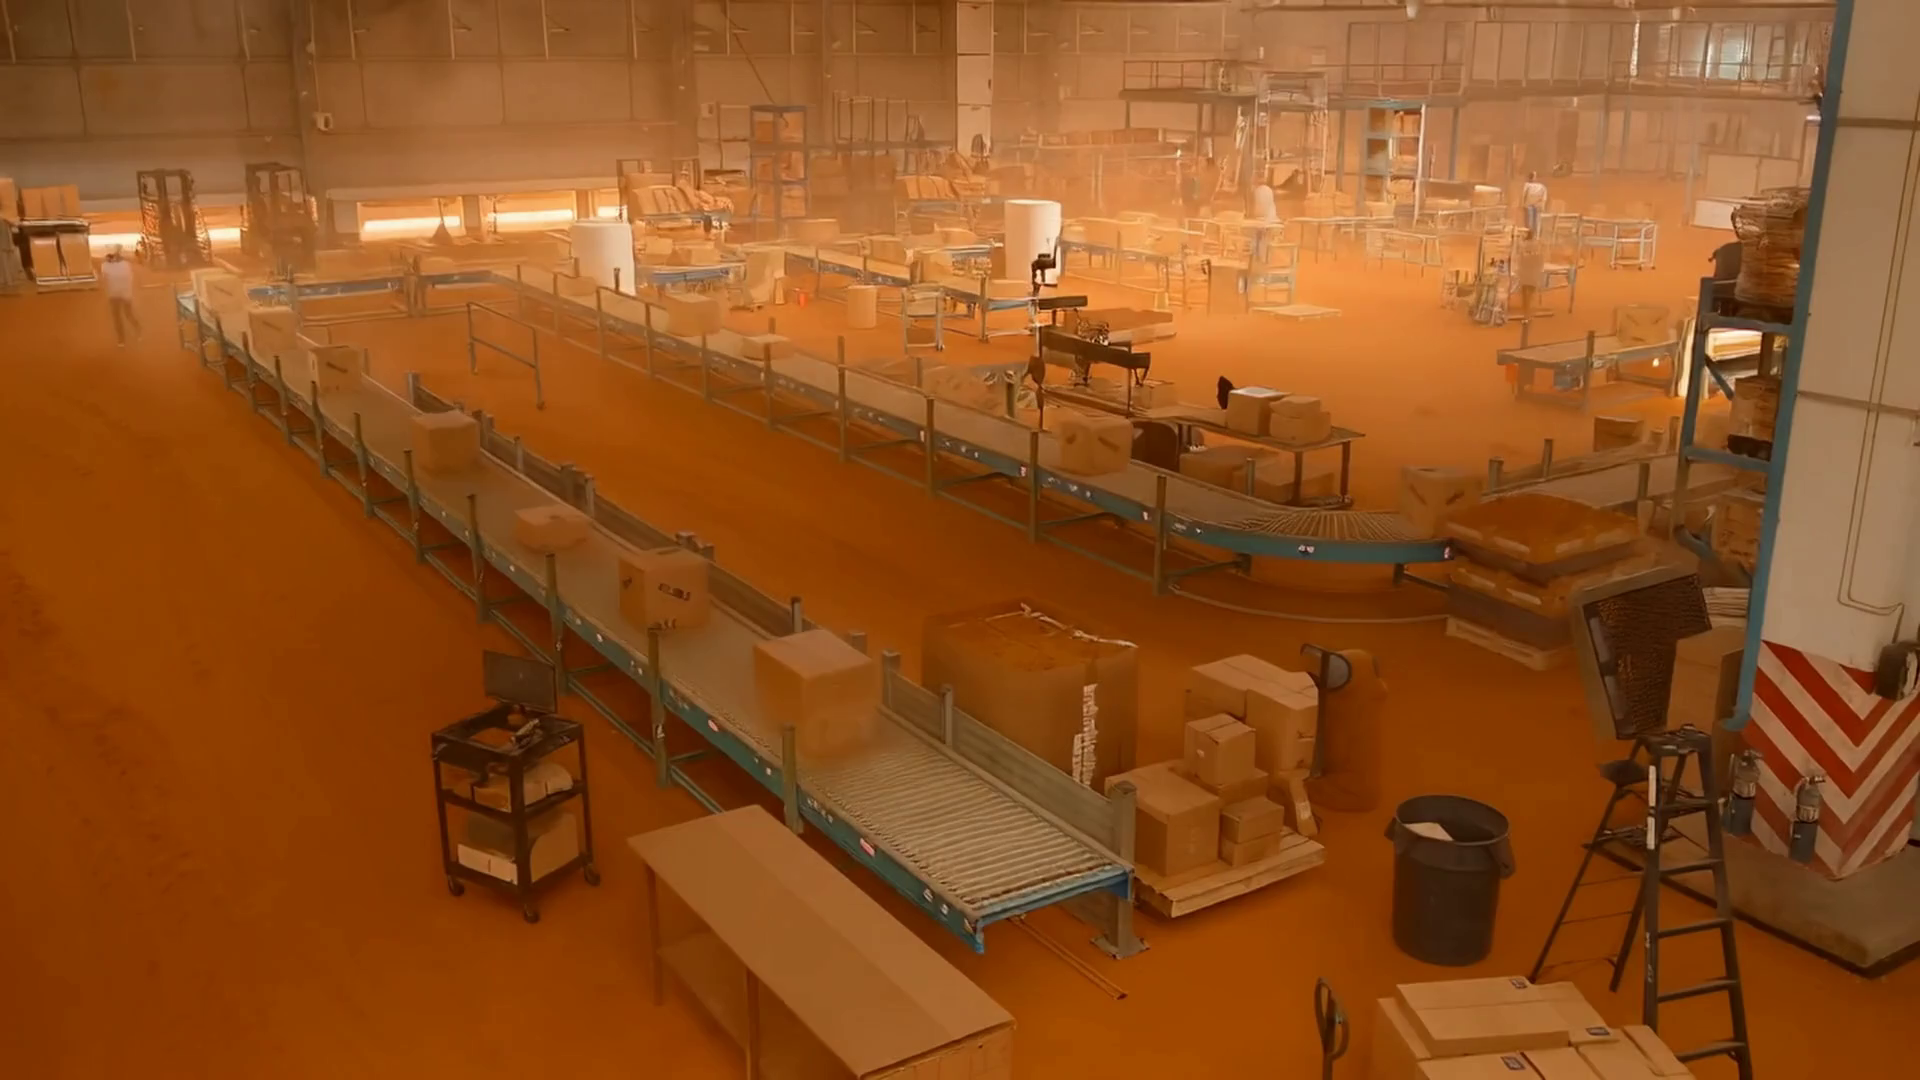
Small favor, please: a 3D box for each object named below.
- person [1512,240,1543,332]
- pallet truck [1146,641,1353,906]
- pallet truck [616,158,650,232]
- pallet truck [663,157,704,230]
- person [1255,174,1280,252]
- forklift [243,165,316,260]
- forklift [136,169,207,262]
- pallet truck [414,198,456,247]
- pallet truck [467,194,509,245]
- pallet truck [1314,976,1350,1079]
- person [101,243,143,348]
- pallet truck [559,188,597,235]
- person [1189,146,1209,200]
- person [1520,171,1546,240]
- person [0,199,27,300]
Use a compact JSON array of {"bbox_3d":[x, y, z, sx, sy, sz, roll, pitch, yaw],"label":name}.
[{"bbox_3d":[9.982,-4.475,29.292,0.585,1.606,0.492,-8,18,-24],"label":"person"},{"bbox_3d":[1.664,1.407,10.232,1.630,1.274,0.653,-10,20,-31],"label":"pallet truck"},{"bbox_3d":[-8.918,-9.176,44.255,0.823,1.965,1.885,-9,19,-27],"label":"pallet truck"},{"bbox_3d":[-7.586,-9.308,44.692,0.823,1.965,1.885,-11,20,-33],"label":"pallet truck"},{"bbox_3d":[7.348,-7.827,39.950,0.512,1.885,0.584,-7,18,-21],"label":"person"},{"bbox_3d":[-15.898,-7.669,38.708,1.157,1.987,2.680,-11,20,-33],"label":"forklift"},{"bbox_3d":[-17.842,-7.318,37.559,1.157,1.987,2.680,-10,20,-31],"label":"forklift"},{"bbox_3d":[-13.250,-8.060,41.856,0.680,1.201,1.601,-10,20,-31],"label":"pallet truck"},{"bbox_3d":[-11.983,-8.177,42.137,0.704,1.261,1.522,-11,20,-33],"label":"pallet truck"},{"bbox_3d":[2.299,2.390,7.086,1.601,1.201,0.680,-2,17,-7],"label":"pallet truck"},{"bbox_3d":[-14.022,-4.109,27.832,0.525,1.751,0.564,-1,17,-5],"label":"person"},{"bbox_3d":[-10.010,-8.652,43.699,0.653,1.274,1.630,-10,20,-31],"label":"pallet truck"},{"bbox_3d":[7.693,-11.752,53.286,0.670,1.721,0.506,-10,19,-30],"label":"person"},{"bbox_3d":[14.302,-8.284,41.567,0.602,1.830,0.404,7,18,23],"label":"person"},{"bbox_3d":[-18.874,-5.738,32.812,0.622,1.996,0.370,7,18,23],"label":"person"}]
